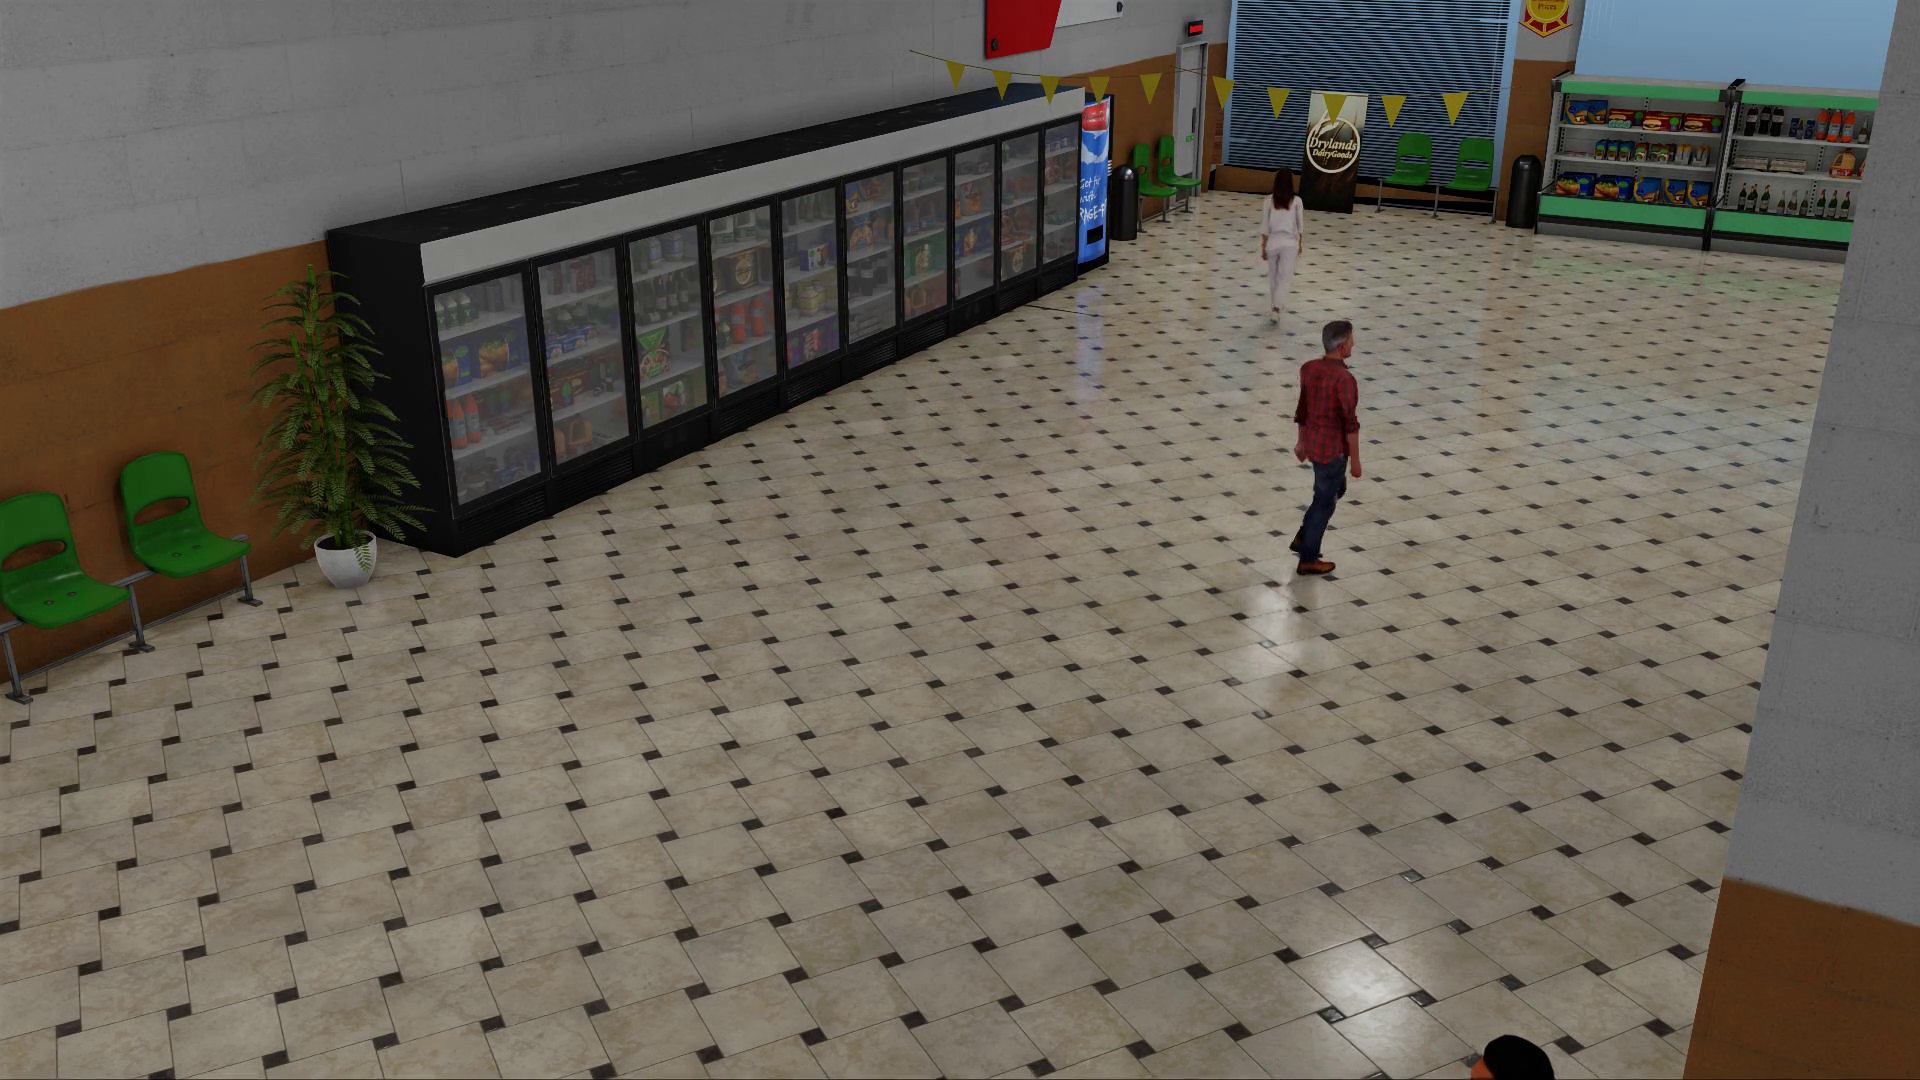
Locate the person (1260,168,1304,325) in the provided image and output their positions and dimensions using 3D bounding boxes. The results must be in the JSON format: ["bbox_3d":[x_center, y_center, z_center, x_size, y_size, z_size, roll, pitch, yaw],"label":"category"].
[{"bbox_3d":[3.495,-3.153,18.044,1.059,1.655,0.768,8,23,19],"label":"person"}]

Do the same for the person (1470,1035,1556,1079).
[{"bbox_3d":[1.465,2.142,4.694,0.728,1.782,0.719,-2,22,-4],"label":"person"}]

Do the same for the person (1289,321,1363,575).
[{"bbox_3d":[2.461,-0.613,11.505,0.885,1.817,0.821,-7,23,-16],"label":"person"}]
